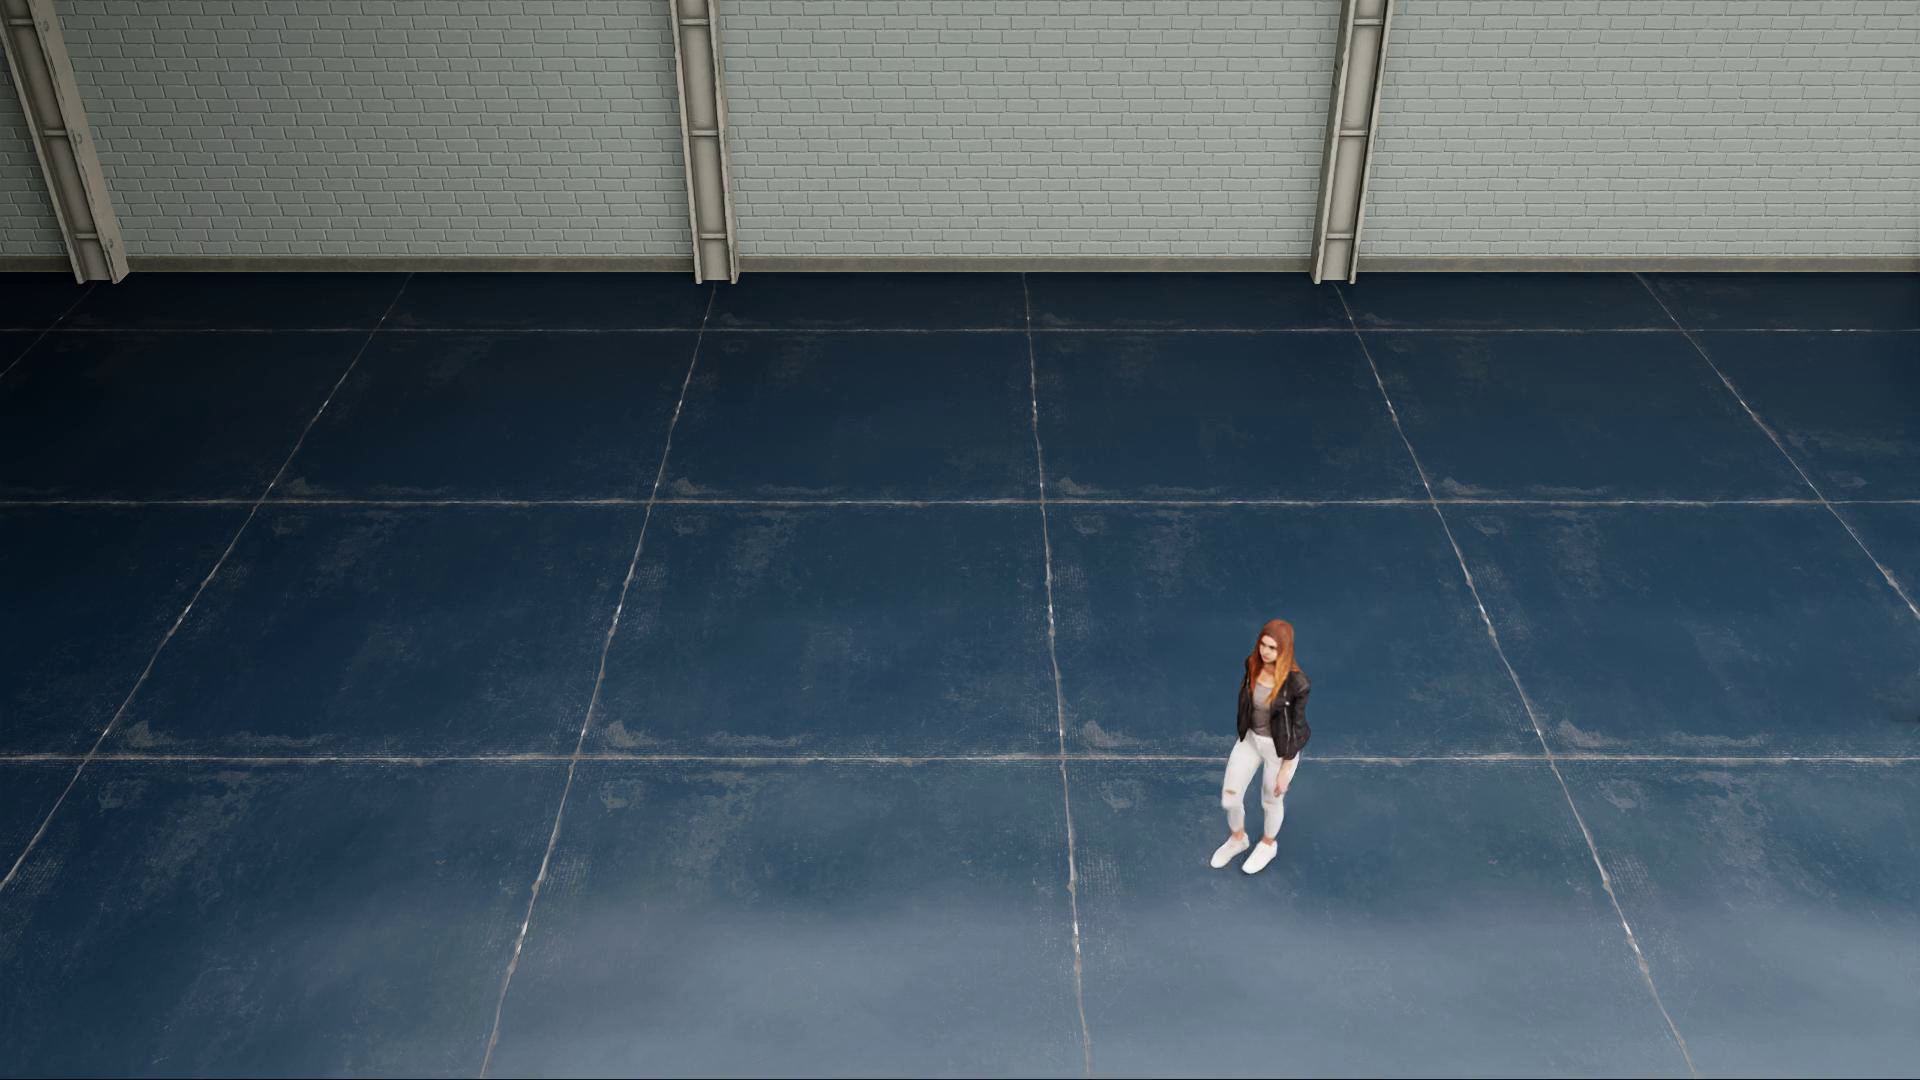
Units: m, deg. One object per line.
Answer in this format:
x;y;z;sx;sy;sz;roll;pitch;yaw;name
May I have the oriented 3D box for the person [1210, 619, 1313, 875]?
1.719;1.107;9.038;0.722;1.687;0.785;27;42;35;person
